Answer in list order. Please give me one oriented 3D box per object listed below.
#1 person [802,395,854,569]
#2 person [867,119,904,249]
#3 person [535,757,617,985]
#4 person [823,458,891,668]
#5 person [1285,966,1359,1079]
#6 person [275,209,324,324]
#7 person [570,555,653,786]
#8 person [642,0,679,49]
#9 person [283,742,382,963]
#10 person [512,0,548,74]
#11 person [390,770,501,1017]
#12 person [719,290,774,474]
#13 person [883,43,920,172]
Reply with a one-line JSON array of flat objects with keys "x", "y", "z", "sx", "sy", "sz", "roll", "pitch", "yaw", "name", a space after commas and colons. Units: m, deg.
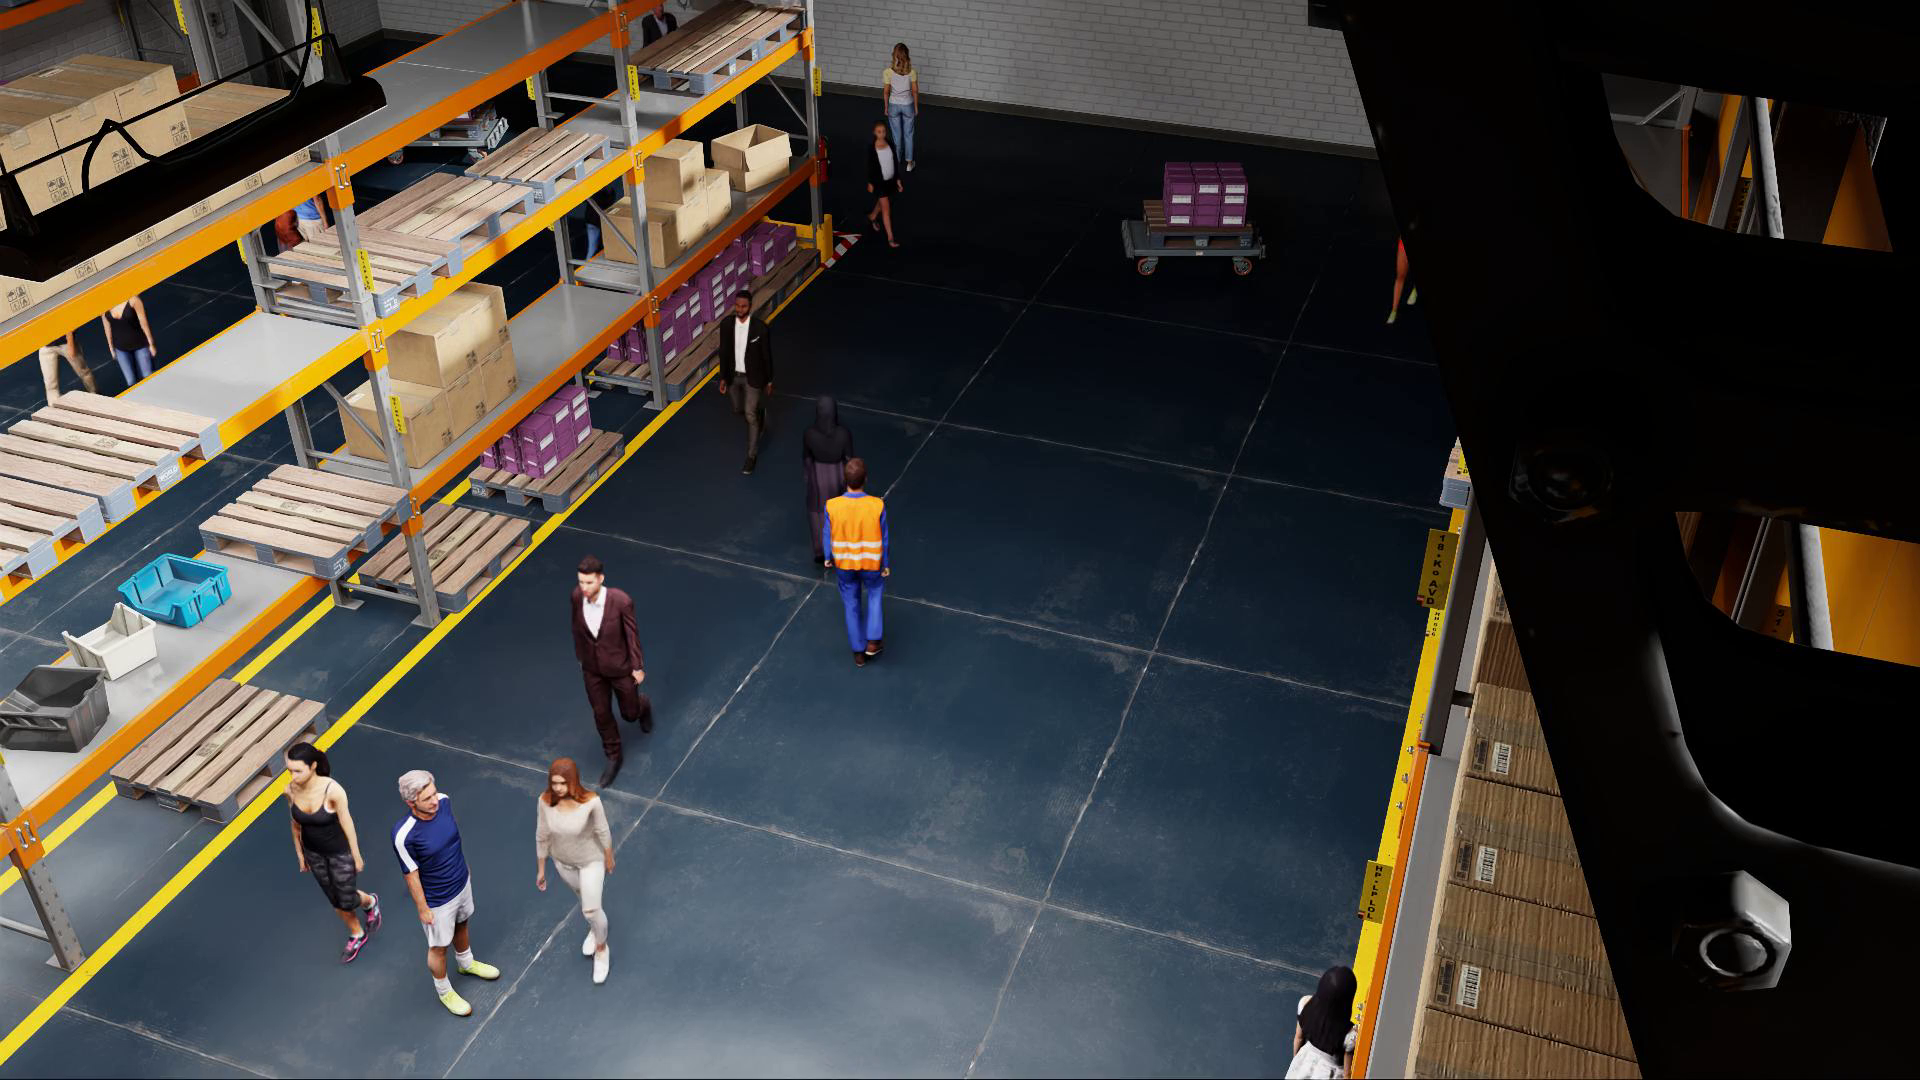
[{"x": -1.159, "y": -0.507, "z": 14.439, "sx": 0.869, "sy": 1.601, "sz": 1.041, "roll": -4, "pitch": 34, "yaw": -5, "name": "person"}, {"x": -0.970, "y": -4.427, "z": 20.400, "sx": 1.040, "sy": 1.530, "sz": 1.031, "roll": -19, "pitch": 38, "yaw": -26, "name": "person"}, {"x": -2.410, "y": 1.972, "z": 10.628, "sx": 0.663, "sy": 1.691, "sz": 0.763, "roll": 6, "pitch": 34, "yaw": 10, "name": "person"}, {"x": -0.810, "y": 0.234, "z": 13.096, "sx": 0.799, "sy": 1.853, "sz": 0.816, "roll": -1, "pitch": 34, "yaw": -2, "name": "person"}, {"x": 1.957, "y": 2.981, "z": 9.039, "sx": 0.799, "sy": 1.769, "sz": 0.776, "roll": -25, "pitch": 41, "yaw": -32, "name": "person"}, {"x": -6.908, "y": -2.655, "z": 17.509, "sx": 0.612, "sy": 1.779, "sz": 0.533, "roll": 17, "pitch": 37, "yaw": 23, "name": "person"}, {"x": -2.532, "y": 0.867, "z": 12.148, "sx": 0.774, "sy": 1.849, "sz": 1.040, "roll": 7, "pitch": 34, "yaw": 11, "name": "person"}, {"x": -4.285, "y": -6.923, "z": 23.921, "sx": 1.263, "sy": 1.790, "sz": 1.216, "roll": -22, "pitch": 40, "yaw": -30, "name": "person"}, {"x": -3.978, "y": 1.940, "z": 10.653, "sx": 0.623, "sy": 1.717, "sz": 0.701, "roll": 6, "pitch": 34, "yaw": 9, "name": "person"}, {"x": -6.556, "y": -7.844, "z": 25.356, "sx": 0.629, "sy": 1.735, "sz": 0.741, "roll": -24, "pitch": 40, "yaw": -31, "name": "person"}, {"x": -3.208, "y": 2.128, "z": 10.260, "sx": 0.682, "sy": 1.839, "sz": 0.479, "roll": 11, "pitch": 35, "yaw": 16, "name": "person"}, {"x": -2.021, "y": -1.575, "z": 15.890, "sx": 0.689, "sy": 1.774, "sz": 1.082, "roll": 9, "pitch": 35, "yaw": 13, "name": "person"}, {"x": -0.783, "y": -5.793, "z": 22.281, "sx": 0.702, "sy": 1.723, "sz": 0.676, "roll": -1, "pitch": 34, "yaw": -1, "name": "person"}]
